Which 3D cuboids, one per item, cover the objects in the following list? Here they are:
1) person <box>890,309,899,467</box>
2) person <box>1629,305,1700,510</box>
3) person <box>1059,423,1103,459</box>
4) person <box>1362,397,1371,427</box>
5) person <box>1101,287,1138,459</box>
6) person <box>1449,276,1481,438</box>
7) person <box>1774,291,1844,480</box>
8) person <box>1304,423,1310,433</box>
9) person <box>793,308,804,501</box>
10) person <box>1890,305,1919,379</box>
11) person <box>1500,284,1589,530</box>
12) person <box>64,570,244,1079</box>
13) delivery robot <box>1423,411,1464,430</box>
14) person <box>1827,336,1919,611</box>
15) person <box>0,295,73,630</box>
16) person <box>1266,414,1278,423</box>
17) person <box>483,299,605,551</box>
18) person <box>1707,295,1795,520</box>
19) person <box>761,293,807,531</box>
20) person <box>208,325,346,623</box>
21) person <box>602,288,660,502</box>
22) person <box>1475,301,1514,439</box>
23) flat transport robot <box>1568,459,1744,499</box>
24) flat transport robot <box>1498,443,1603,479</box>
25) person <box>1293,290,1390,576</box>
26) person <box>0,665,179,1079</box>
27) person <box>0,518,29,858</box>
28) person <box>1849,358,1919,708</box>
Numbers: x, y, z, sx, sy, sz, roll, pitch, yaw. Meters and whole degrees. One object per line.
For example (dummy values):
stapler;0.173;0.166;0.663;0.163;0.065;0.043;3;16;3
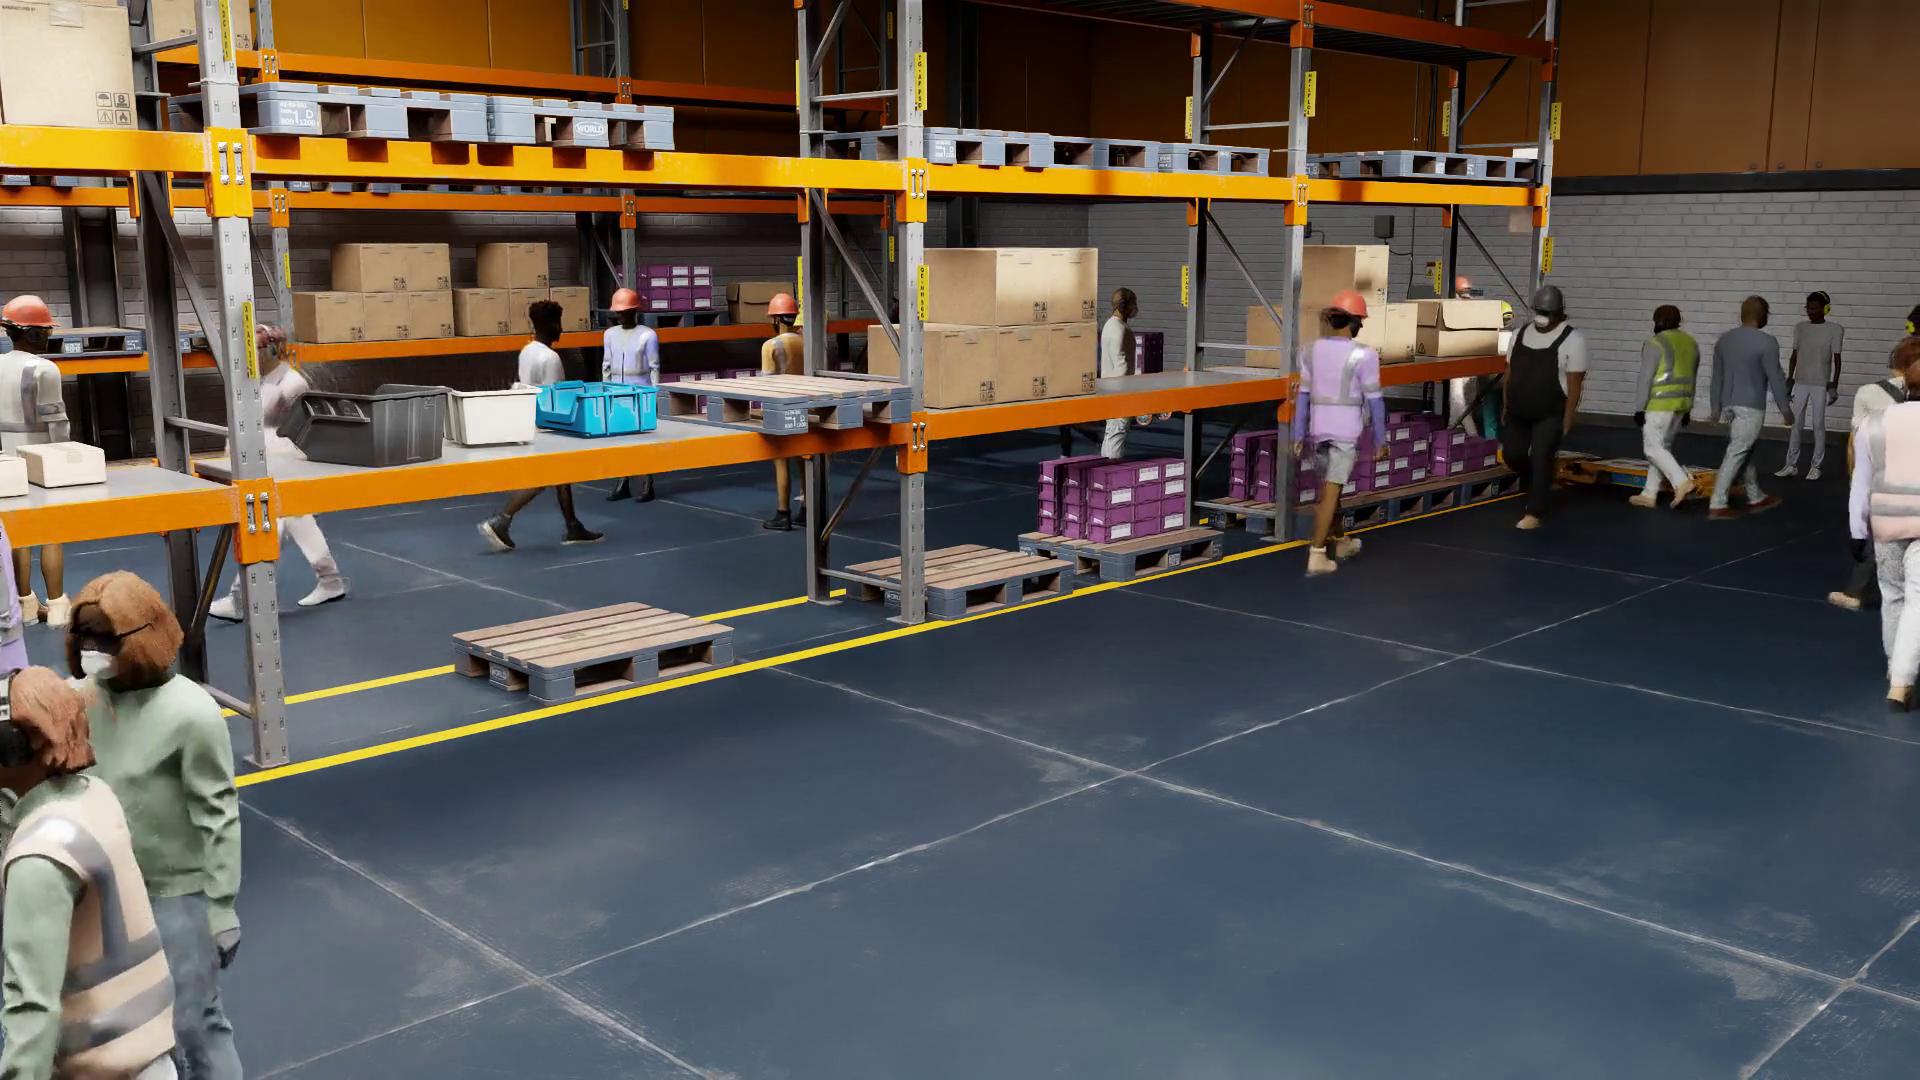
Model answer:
person;-0.603;-1.591;17.372;0.534;1.655;0.879;3;11;14
person;6.254;-1.143;14.571;0.659;1.805;0.739;-6;12;-29
person;1.202;-1.511;16.872;0.572;1.681;0.538;-7;12;-32
person;5.010;-2.319;20.958;0.626;1.795;0.944;-3;11;-18
person;1.461;-1.328;15.165;0.372;1.940;0.632;0;10;-1
person;5.673;-1.988;18.771;0.609;1.958;0.956;-4;11;-21
person;8.417;-1.524;16.443;0.331;1.865;0.519;-8;13;-37
person;4.194;-1.874;18.684;0.612;1.736;0.546;3;11;16
person;-1.409;-1.220;15.051;0.364;1.754;0.544;-5;12;-27
person;7.800;-0.974;13.489;0.557;1.845;0.467;3;11;17
person;4.784;-1.107;13.681;0.657;2.000;0.699;-9;14;-41
person;-1.982;0.872;4.057;0.516;1.625;0.367;4;11;22
delivery robot;4.928;-1.121;17.558;0.707;0.478;0.477;9;14;41
person;5.856;-0.369;10.370;0.475;1.790;0.892;0;10;1
person;-5.644;-0.470;10.202;0.616;2.041;0.382;5;11;24
person;4.466;-2.406;21.195;0.986;1.888;0.564;5;11;25
person;-3.225;-0.874;12.719;0.922;1.935;0.609;-6;12;-30
person;6.759;-1.115;14.125;0.875;1.898;0.641;-2;11;-13
person;-1.423;-1.044;13.618;0.364;1.938;0.542;9;14;42
person;-4.376;-0.429;10.504;0.654;1.844;1.046;9;14;40
person;-2.982;-1.298;15.013;0.551;1.932;0.378;3;11;16
person;5.380;-1.502;16.617;0.525;1.759;0.357;-4;11;-21
flat transport robot;6.566;-0.598;15.735;0.652;0.197;1.431;-7;12;-33
flat transport robot;5.775;-0.816;16.923;0.652;0.197;1.431;-5;12;-27
person;2.799;-0.771;11.924;0.946;2.004;0.637;-9;13;-39
person;-1.701;1.030;3.266;0.879;1.581;0.603;-4;11;-22
person;-3.150;0.495;5.254;0.387;1.926;0.591;-6;12;-31
person;4.981;-0.059;8.668;0.620;1.796;0.997;9;14;42
